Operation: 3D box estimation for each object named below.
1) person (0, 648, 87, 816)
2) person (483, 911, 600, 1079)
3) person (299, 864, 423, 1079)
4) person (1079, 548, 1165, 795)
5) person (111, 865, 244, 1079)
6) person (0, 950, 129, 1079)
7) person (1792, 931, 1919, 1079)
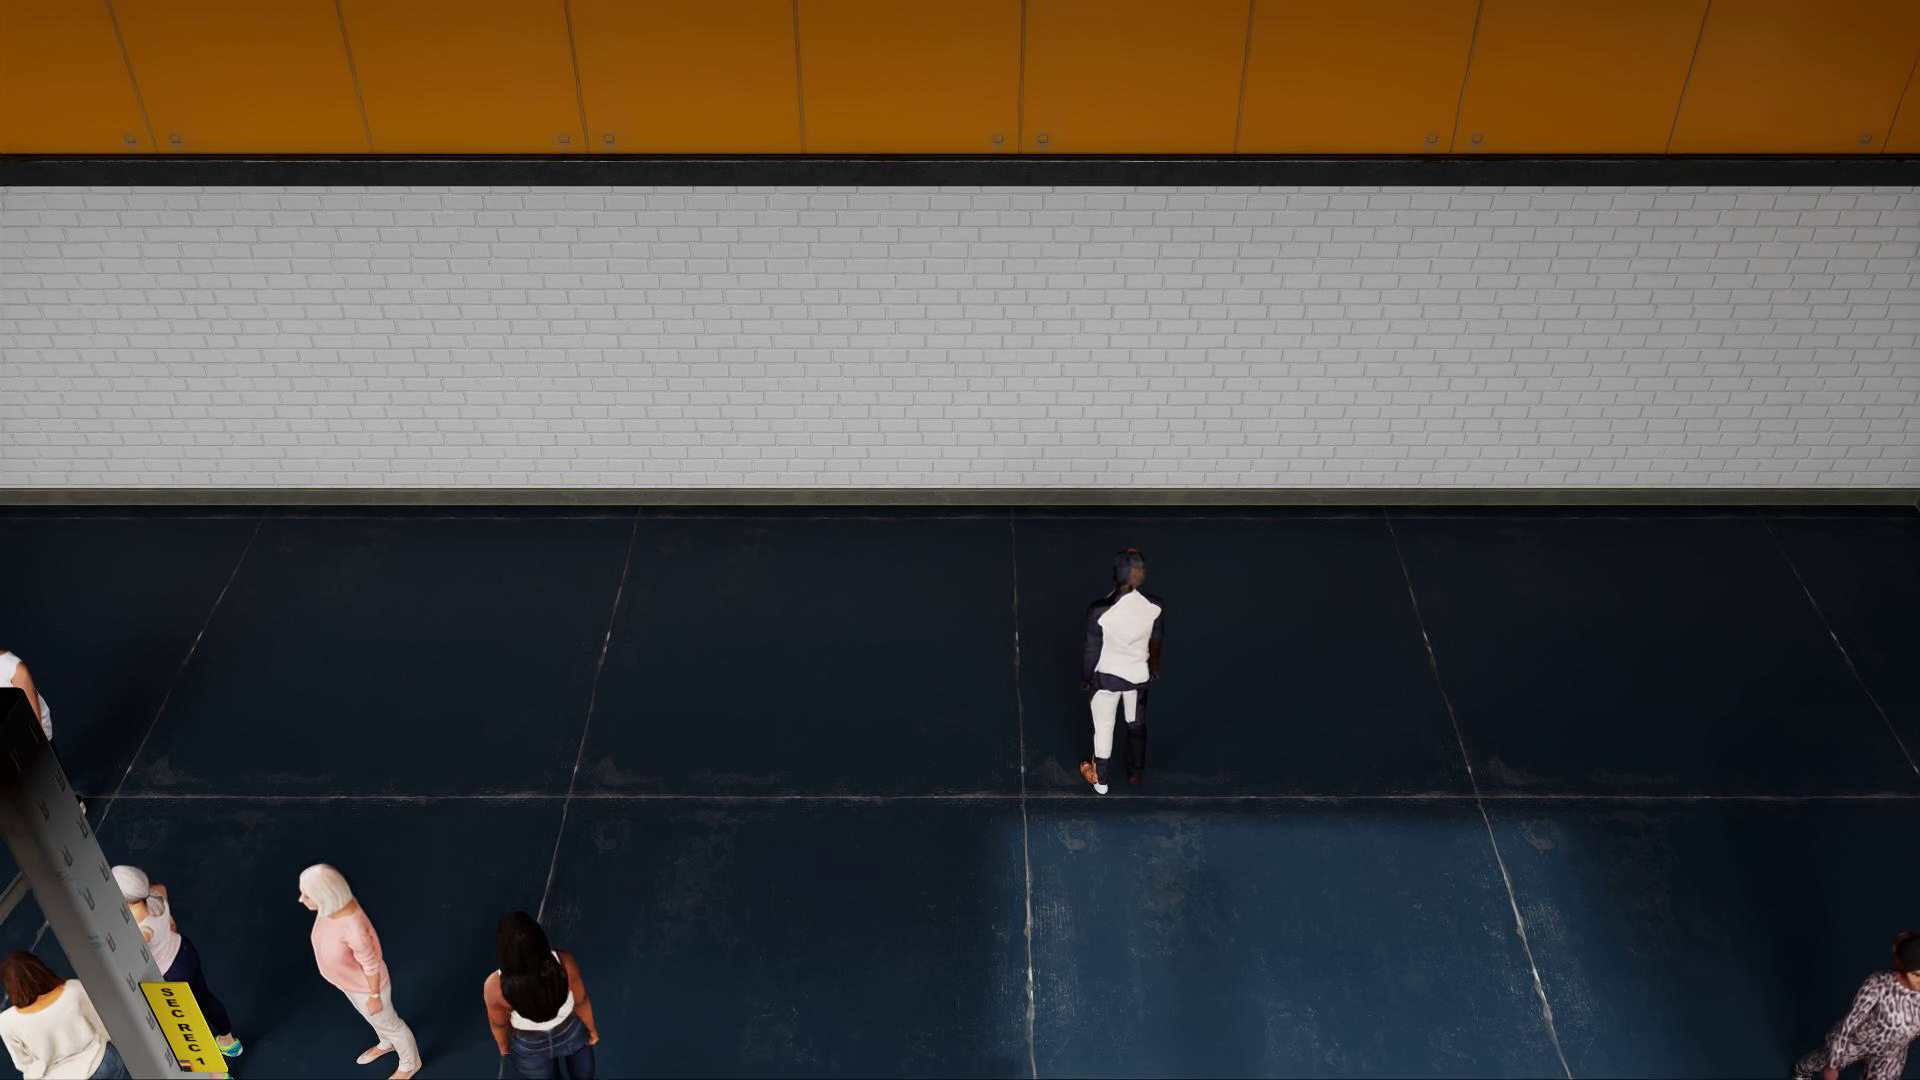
[{"bbox_3d":[-5.878,1.145,10.297,0.730,1.688,0.717,12,40,15],"label":"person"},{"bbox_3d":[-2.053,2.583,8.413,0.767,1.793,0.794,-16,41,-19],"label":"person"},{"bbox_3d":[-3.181,2.300,8.823,0.732,1.724,0.671,-32,48,-33],"label":"person"},{"bbox_3d":[1.014,0.841,10.515,0.723,1.891,0.654,-8,39,-9],"label":"person"},{"bbox_3d":[-4.170,2.313,8.824,0.668,1.702,0.472,-2,39,-3],"label":"person"},{"bbox_3d":[-4.472,2.667,8.401,0.696,1.676,0.742,-28,47,-31],"label":"person"},{"bbox_3d":[4.628,2.551,8.557,0.724,1.663,1.194,6,39,8],"label":"person"}]
